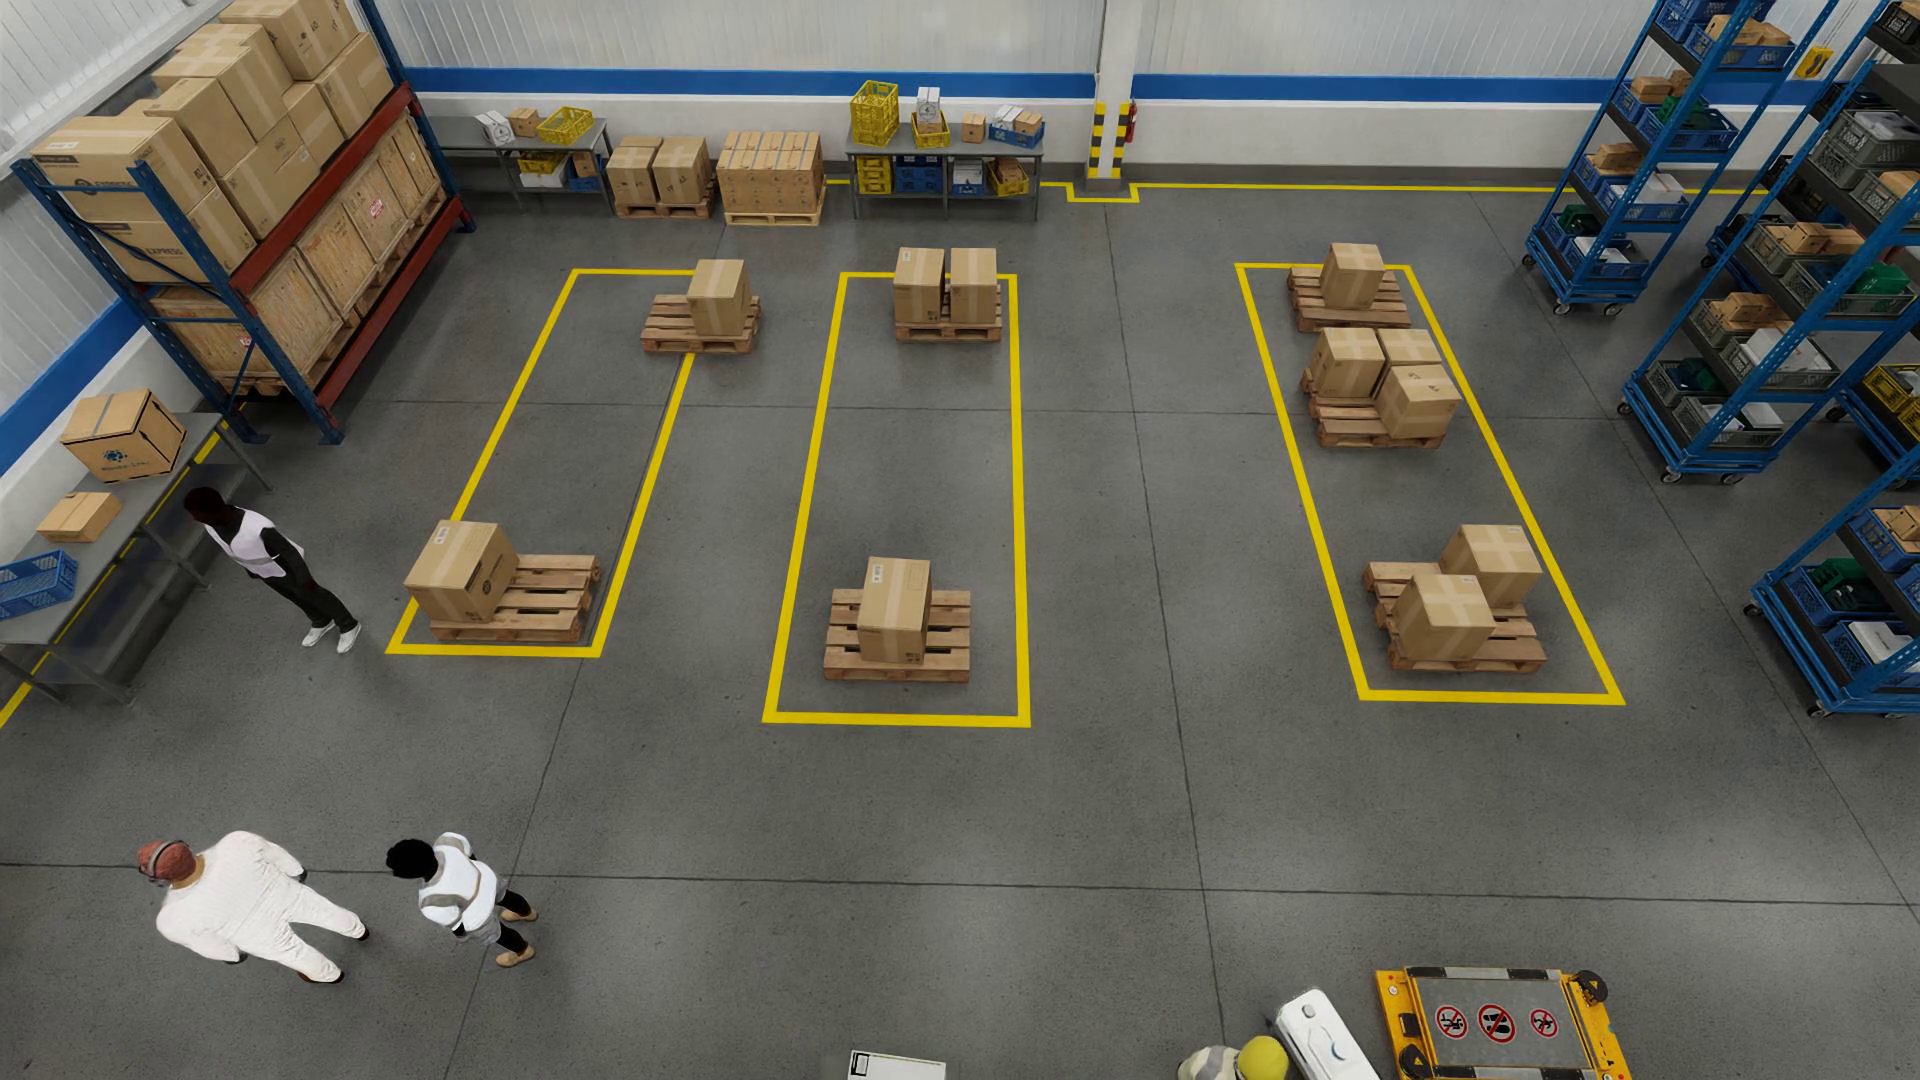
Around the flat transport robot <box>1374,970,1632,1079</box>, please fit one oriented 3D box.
[{"bbox_3d":[3.501,3.133,5.914,1.431,0.197,0.652,1,51,1],"label":"flat transport robot"}]

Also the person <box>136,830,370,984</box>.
[{"bbox_3d":[-4.286,2.247,5.589,0.409,1.908,0.647,12,52,10],"label":"person"}]

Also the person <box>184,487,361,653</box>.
[{"bbox_3d":[-5.389,0.219,7.238,0.587,1.915,0.394,12,52,10],"label":"person"}]

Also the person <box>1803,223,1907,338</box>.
[{"bbox_3d":[9.501,-2.950,9.769,0.609,1.995,0.376,16,53,13],"label":"person"}]

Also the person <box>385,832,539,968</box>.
[{"bbox_3d":[-3.056,2.247,5.724,0.320,1.692,0.531,-6,51,-5],"label":"person"}]

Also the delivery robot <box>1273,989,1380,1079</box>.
[{"bbox_3d":[2.276,3.178,5.637,0.477,0.478,0.707,-19,53,-15],"label":"delivery robot"}]

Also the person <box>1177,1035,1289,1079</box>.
[{"bbox_3d":[1.458,3.041,4.995,0.586,1.822,0.403,27,56,20],"label":"person"}]
